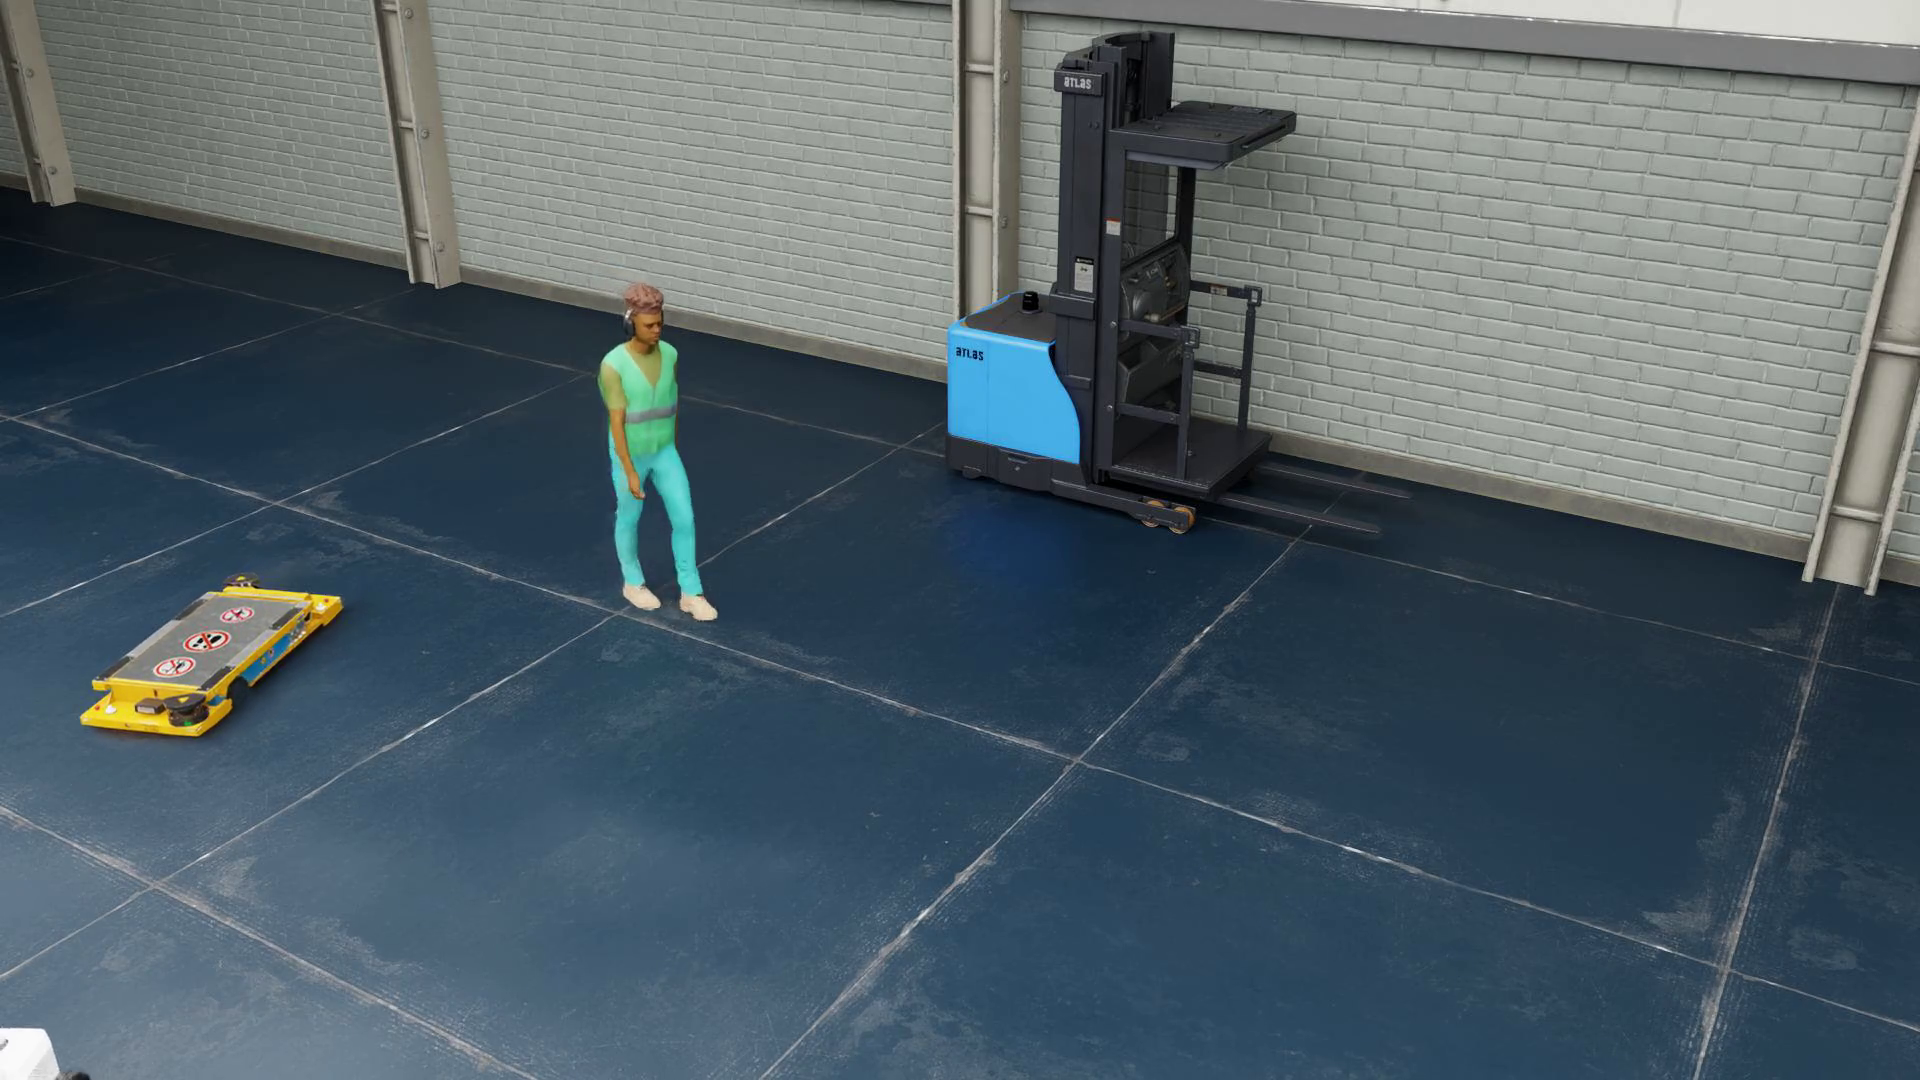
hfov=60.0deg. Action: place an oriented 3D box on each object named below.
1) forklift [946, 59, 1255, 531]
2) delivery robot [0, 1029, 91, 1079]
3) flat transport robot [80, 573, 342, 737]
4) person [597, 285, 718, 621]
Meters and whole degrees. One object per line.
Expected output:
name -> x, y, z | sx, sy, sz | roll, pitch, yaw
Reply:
forklift -> 0.933, -1.707, 10.833 | 1.873, 2.768, 1.129 | 15, 29, 28
delivery robot -> -3.377, 2.020, 5.671 | 0.499, 0.612, 0.816 | 1, 25, 1
flat transport robot -> -4.008, 0.602, 8.985 | 0.659, 0.231, 1.431 | 4, 26, 9
person -> -1.692, -0.447, 9.237 | 0.490, 1.946, 0.841 | -19, 31, -34
